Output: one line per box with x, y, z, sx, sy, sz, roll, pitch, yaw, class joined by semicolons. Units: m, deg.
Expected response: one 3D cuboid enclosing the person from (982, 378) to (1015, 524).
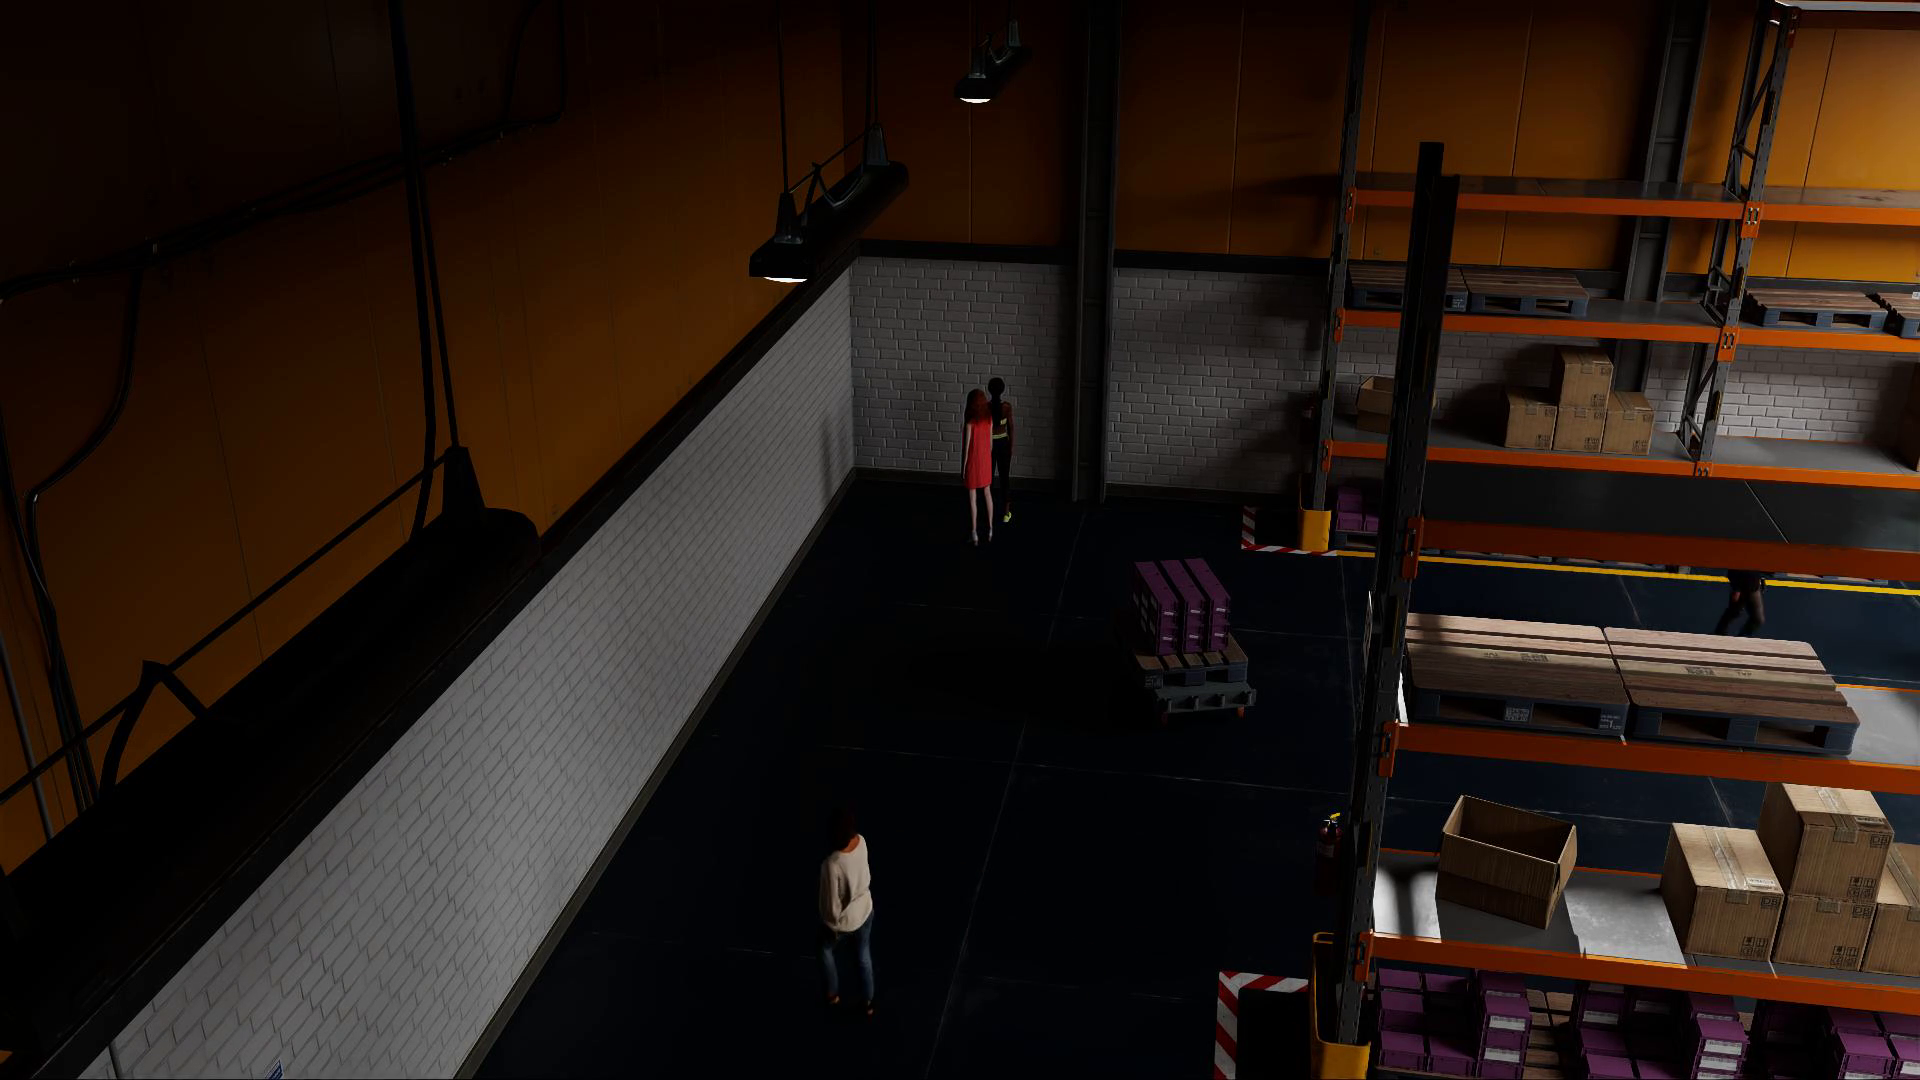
0.419;-1.048;19.413;0.528;1.753;0.678;-2;24;-5;person

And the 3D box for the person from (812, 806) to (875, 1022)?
-0.695;2.560;11.270;0.837;1.666;0.773;18;29;35;person

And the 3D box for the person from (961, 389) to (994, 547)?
0.209;-0.826;18.818;0.660;1.823;0.695;-20;31;-39;person
